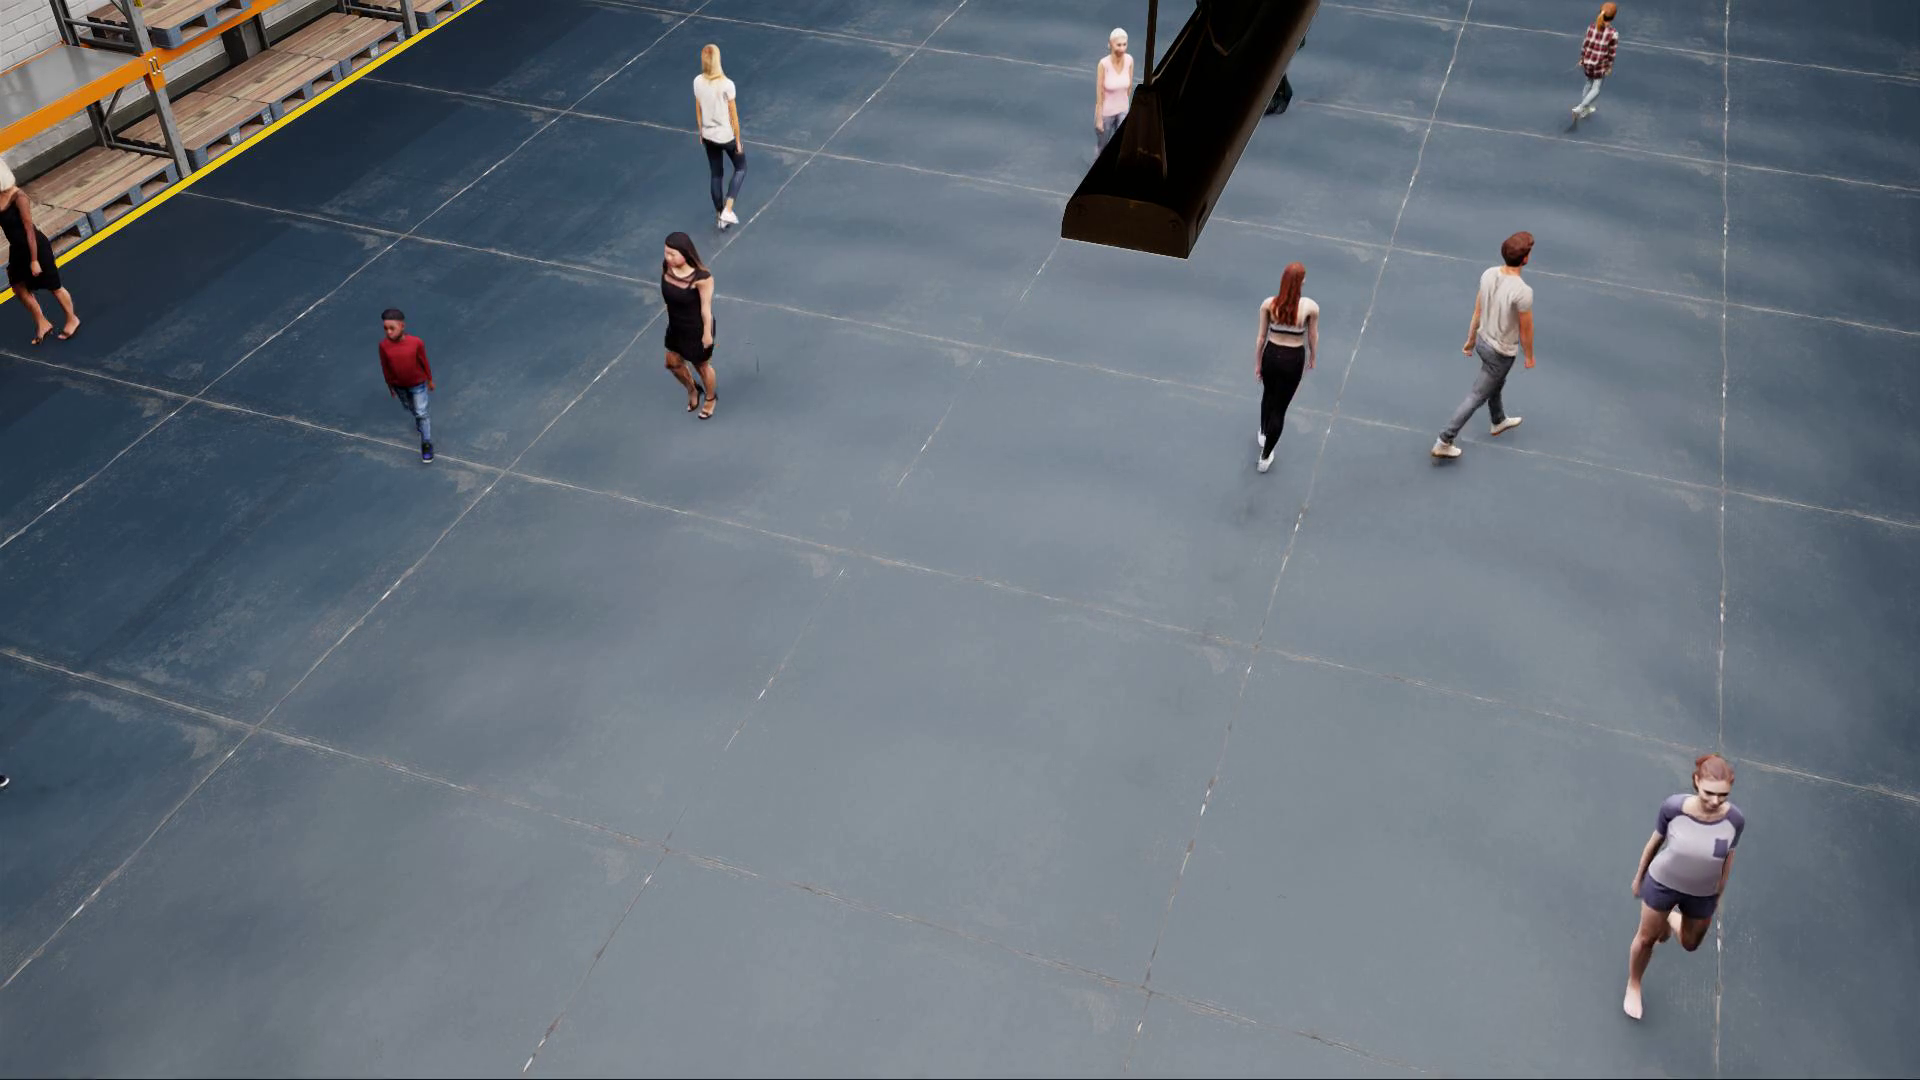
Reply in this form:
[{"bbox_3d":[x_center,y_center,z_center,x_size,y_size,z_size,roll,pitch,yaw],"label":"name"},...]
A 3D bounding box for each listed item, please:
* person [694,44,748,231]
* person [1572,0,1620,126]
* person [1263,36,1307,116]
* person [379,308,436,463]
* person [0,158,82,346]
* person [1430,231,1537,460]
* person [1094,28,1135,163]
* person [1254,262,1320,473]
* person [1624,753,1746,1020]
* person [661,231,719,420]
[{"bbox_3d":[-2.280,-3.701,15.531,0.599,1.797,0.629,13,40,16],"label":"person"},{"bbox_3d":[6.711,-5.036,17.607,0.889,1.293,0.741,-30,48,-32],"label":"person"},{"bbox_3d":[3.454,-5.406,17.643,0.846,1.826,0.817,-30,48,-32],"label":"person"},{"bbox_3d":[-4.286,-1.279,12.939,0.745,1.247,0.941,-3,39,-4],"label":"person"},{"bbox_3d":[-7.778,-2.471,14.049,0.690,1.724,0.712,21,43,24],"label":"person"},{"bbox_3d":[4.007,-1.421,12.630,1.226,1.854,1.190,-15,41,-18],"label":"person"},{"bbox_3d":[1.453,-4.178,16.213,0.951,1.691,1.116,-10,40,-13],"label":"person"},{"bbox_3d":[2.419,-1.257,12.529,0.583,1.725,0.768,14,41,17],"label":"person"},{"bbox_3d":[3.795,1.750,8.742,0.592,1.751,0.855,12,40,14],"label":"person"},{"bbox_3d":[-2.059,-1.703,13.108,0.753,1.699,0.719,25,45,28],"label":"person"}]
